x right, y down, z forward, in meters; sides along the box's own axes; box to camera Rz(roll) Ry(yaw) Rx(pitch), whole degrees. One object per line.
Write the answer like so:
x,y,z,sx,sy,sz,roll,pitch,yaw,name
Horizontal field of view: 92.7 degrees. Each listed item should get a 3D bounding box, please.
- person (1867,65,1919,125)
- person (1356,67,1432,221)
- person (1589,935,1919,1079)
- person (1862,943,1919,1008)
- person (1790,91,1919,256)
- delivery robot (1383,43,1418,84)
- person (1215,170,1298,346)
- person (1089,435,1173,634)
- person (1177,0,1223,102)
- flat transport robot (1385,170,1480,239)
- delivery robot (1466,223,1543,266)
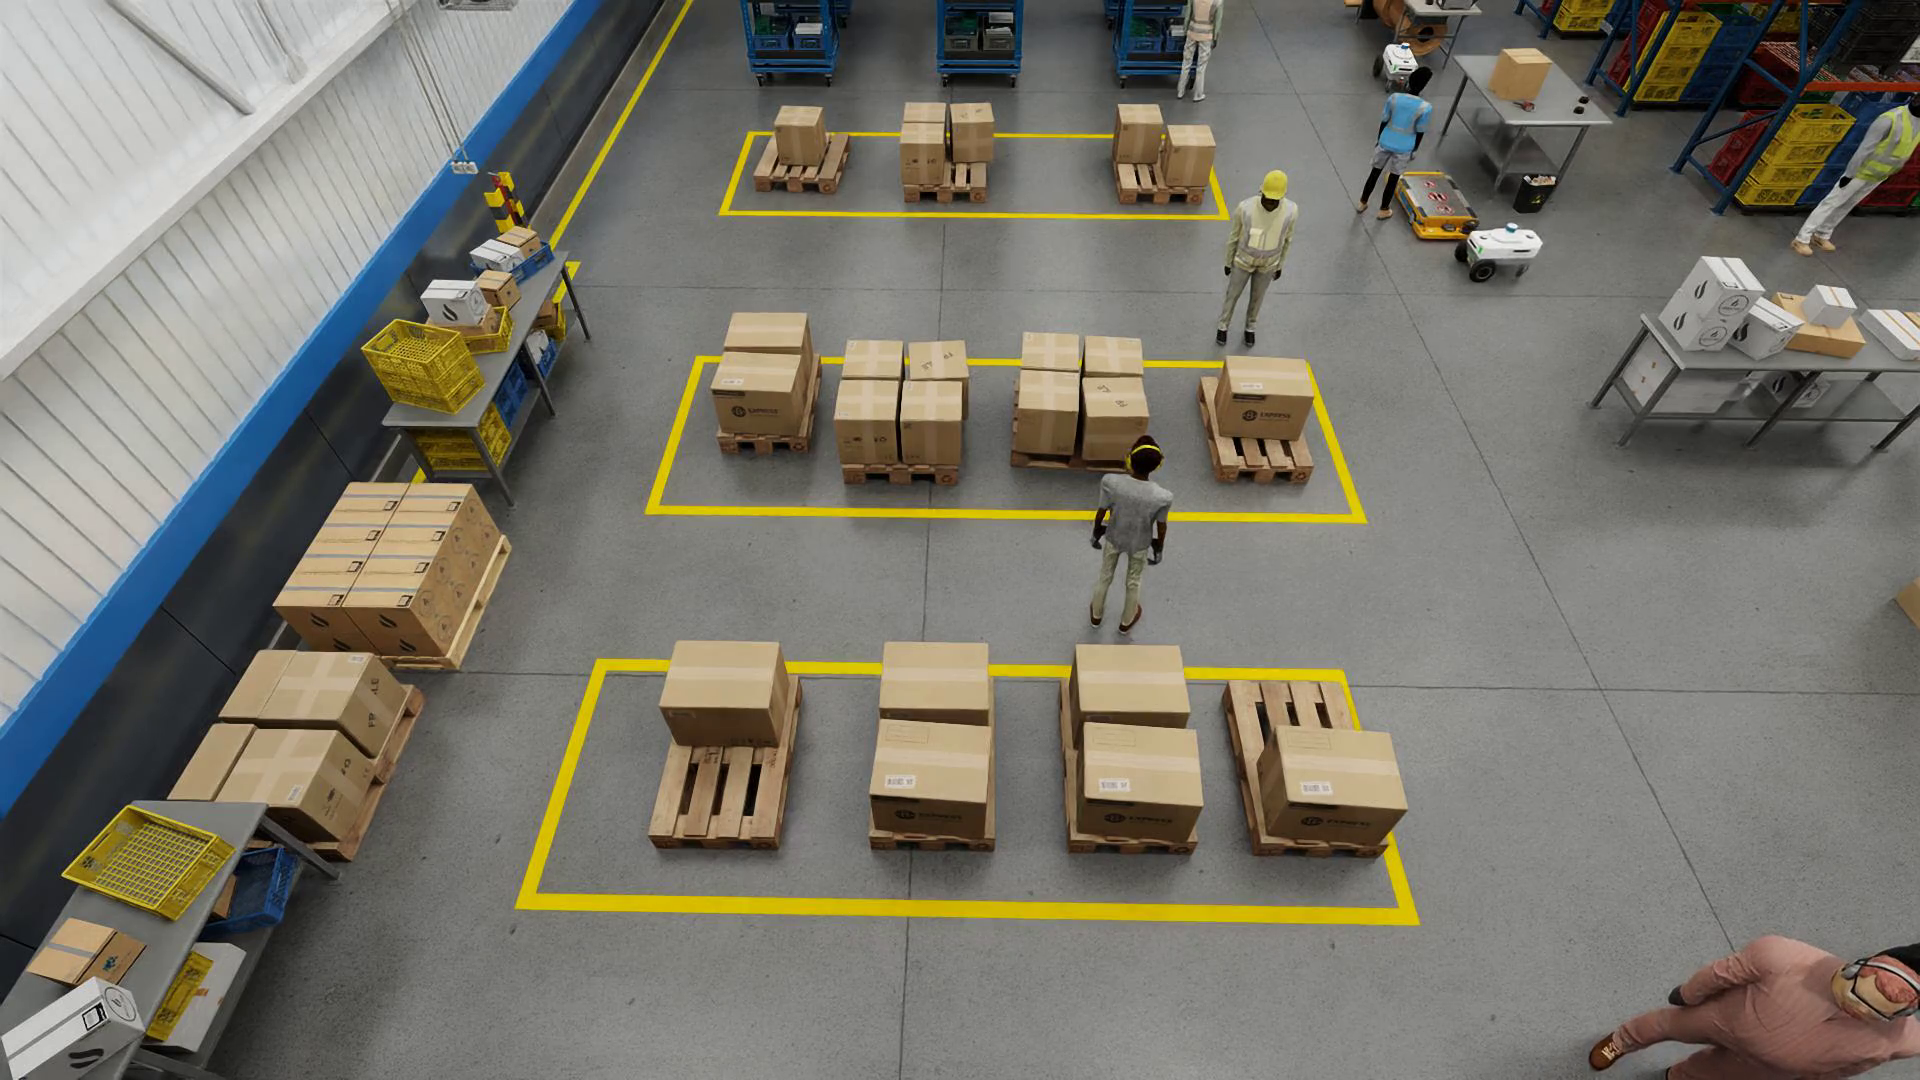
11.751,-5.604,11.271,0.373,1.940,0.628,-15,51,-12,person
4.993,-4.515,10.485,0.534,1.698,0.318,35,58,27,person
3.796,2.374,4.386,0.648,1.907,0.401,36,58,27,person
5.404,2.026,4.691,0.585,1.909,0.390,-9,50,-8,person
9.861,-3.986,9.938,0.621,1.838,0.429,-10,50,-9,person
6.365,-6.920,13.258,0.477,0.478,0.707,5,49,4,delivery robot
2.840,-2.688,8.825,0.588,1.825,0.403,5,49,5,person
1.186,-0.007,6.468,0.532,1.875,0.317,15,51,13,person
3.292,-6.895,12.583,0.514,1.641,0.308,22,53,18,person
5.692,-4.094,11.059,0.652,0.197,1.431,1,49,1,flat transport robot
5.969,-3.235,10.069,0.707,0.478,0.477,-1,49,-1,delivery robot
